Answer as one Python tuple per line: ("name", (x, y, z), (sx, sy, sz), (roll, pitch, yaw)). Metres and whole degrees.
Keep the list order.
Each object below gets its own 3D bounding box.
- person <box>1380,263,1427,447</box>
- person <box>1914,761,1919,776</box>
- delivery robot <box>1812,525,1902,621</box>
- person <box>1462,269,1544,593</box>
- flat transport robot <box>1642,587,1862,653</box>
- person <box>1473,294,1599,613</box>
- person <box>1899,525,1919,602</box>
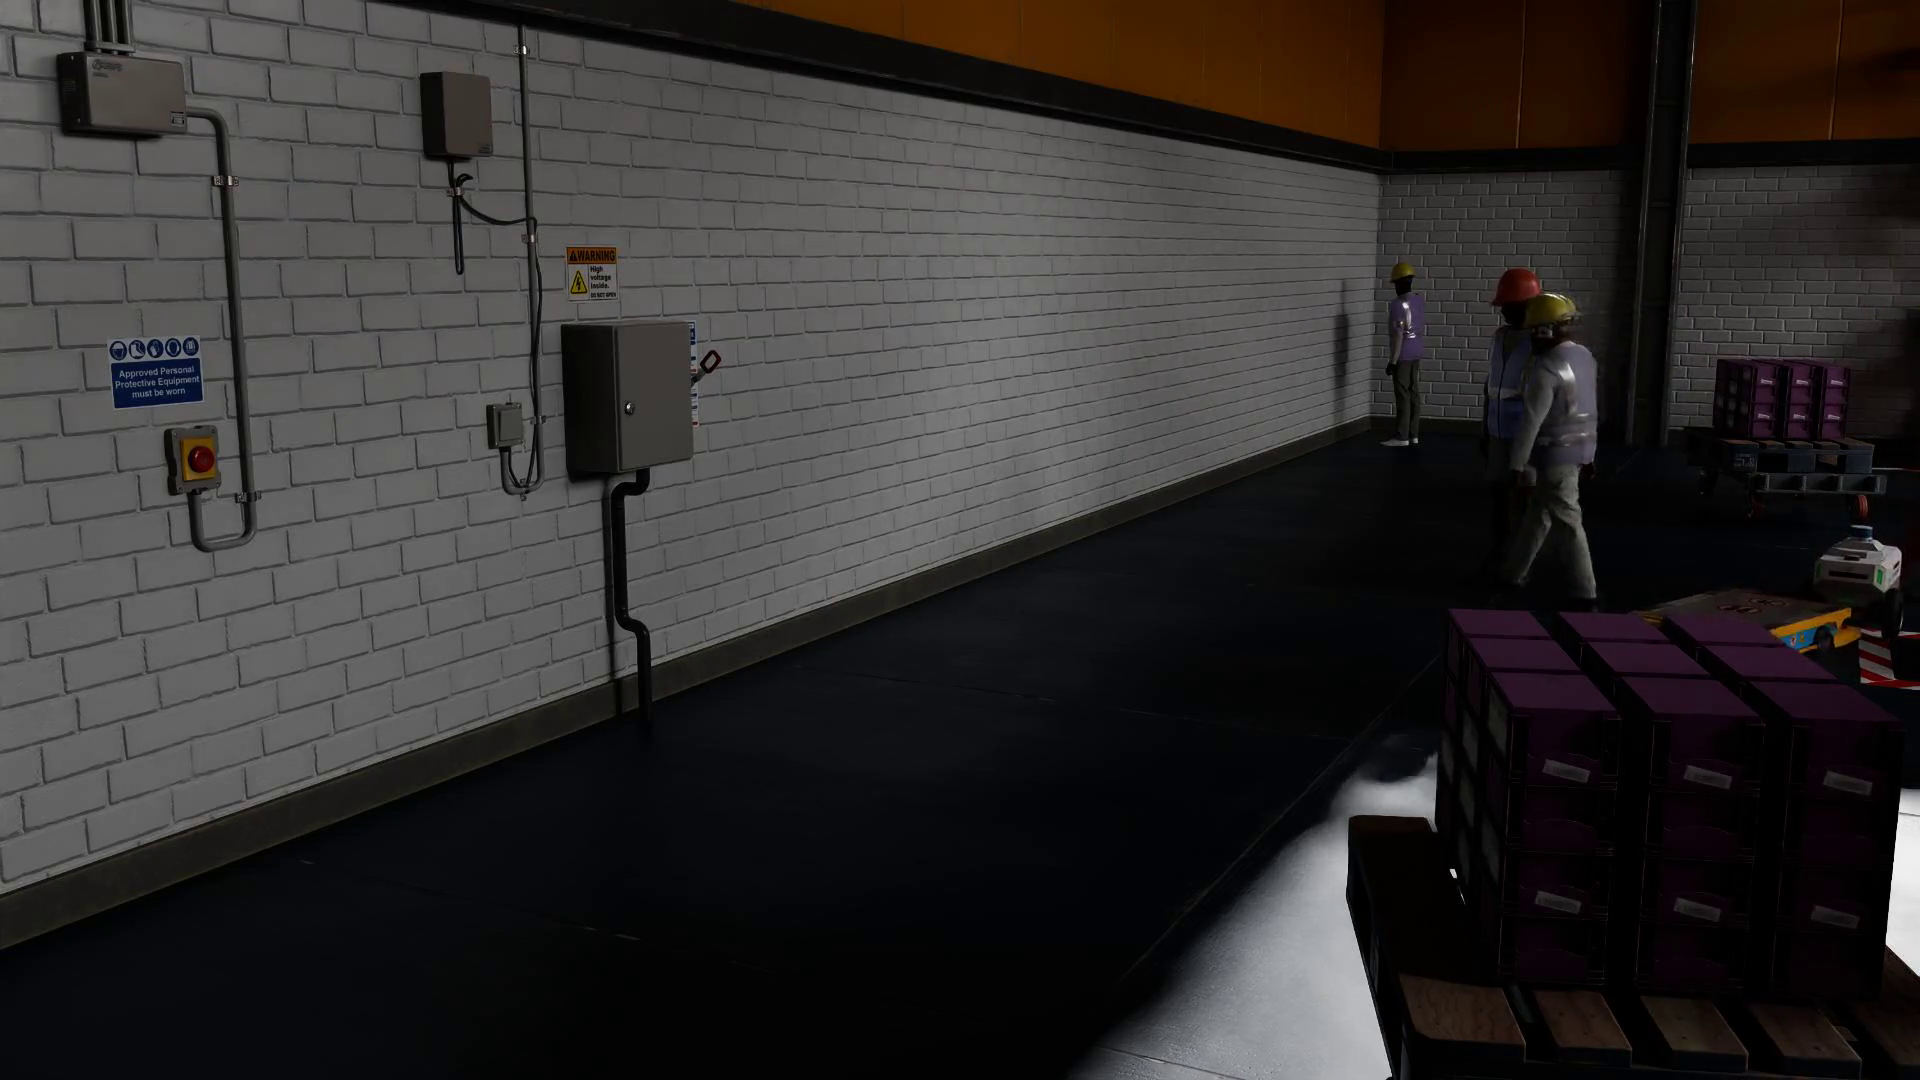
("person", (4.628, -1.925, 17.383), (0.392, 1.916, 0.583), (9, 13, 42))
("person", (3.971, 0.094, 5.997), (0.795, 1.809, 0.606), (10, 14, 44))
("delivery robot", (4.834, 0.164, 8.950), (0.477, 0.478, 0.707), (7, 12, 35))
("person", (3.312, -0.647, 9.952), (0.374, 1.928, 0.542), (-5, 11, -27))
("flat transport robot", (3.885, 0.452, 8.374), (1.431, 0.197, 0.652), (-8, 12, -37))
("person", (3.270, -0.488, 9.431), (0.889, 1.783, 0.602), (9, 13, 42))
("person", (5.746, -0.479, 9.503), (0.764, 1.737, 0.526), (-1, 10, -4))
